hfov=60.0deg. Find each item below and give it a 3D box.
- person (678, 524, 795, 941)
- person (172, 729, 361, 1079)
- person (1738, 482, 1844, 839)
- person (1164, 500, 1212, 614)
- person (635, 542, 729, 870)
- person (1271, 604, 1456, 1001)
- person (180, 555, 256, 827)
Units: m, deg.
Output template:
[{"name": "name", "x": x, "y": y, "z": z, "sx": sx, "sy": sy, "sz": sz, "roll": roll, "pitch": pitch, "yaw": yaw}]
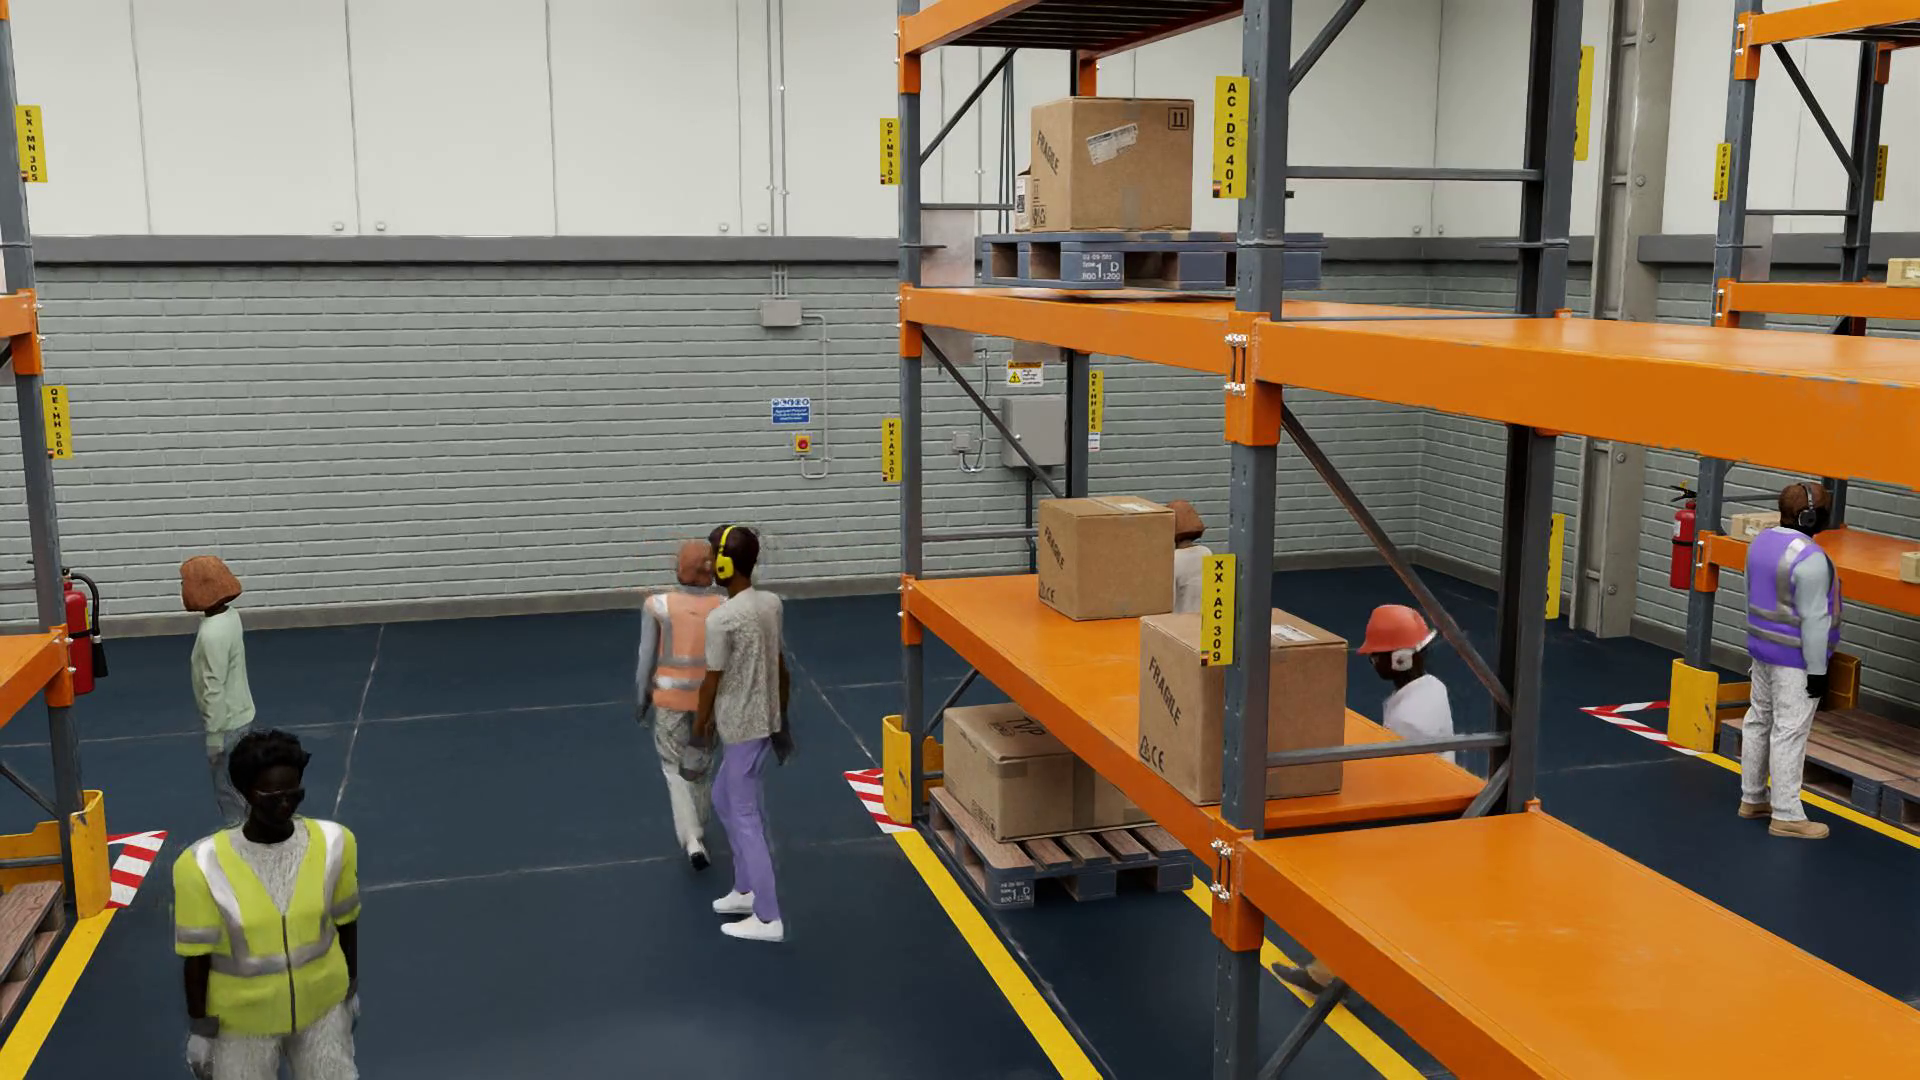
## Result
[{"name": "person", "x": -1.019, "y": 0.852, "z": 7.286, "sx": 0.601, "sy": 1.852, "sz": 0.517, "roll": 4, "pitch": 11, "yaw": 20}, {"name": "person", "x": -2.012, "y": 1.350, "z": 4.868, "sx": 0.541, "sy": 1.684, "sz": 0.473, "roll": -8, "pitch": 13, "yaw": -38}, {"name": "person", "x": 4.326, "y": 0.611, "z": 8.655, "sx": 0.429, "sy": 1.845, "sz": 0.621, "roll": -1, "pitch": 10, "yaw": -3}, {"name": "person", "x": 1.241, "y": 0.582, "z": 9.412, "sx": 0.274, "sy": 1.632, "sz": 0.508, "roll": 9, "pitch": 13, "yaw": 40}, {"name": "person", "x": -1.327, "y": 0.805, "z": 8.259, "sx": 0.568, "sy": 1.597, "sz": 0.802, "roll": -3, "pitch": 10, "yaw": -15}, {"name": "person", "x": 1.695, "y": 1.079, "z": 6.406, "sx": 0.937, "sy": 1.689, "sz": 0.570, "roll": 4, "pitch": 11, "yaw": 21}, {"name": "person", "x": -3.447, "y": 0.872, "z": 7.786, "sx": 0.277, "sy": 1.627, "sz": 0.502, "roll": -3, "pitch": 10, "yaw": -16}]
